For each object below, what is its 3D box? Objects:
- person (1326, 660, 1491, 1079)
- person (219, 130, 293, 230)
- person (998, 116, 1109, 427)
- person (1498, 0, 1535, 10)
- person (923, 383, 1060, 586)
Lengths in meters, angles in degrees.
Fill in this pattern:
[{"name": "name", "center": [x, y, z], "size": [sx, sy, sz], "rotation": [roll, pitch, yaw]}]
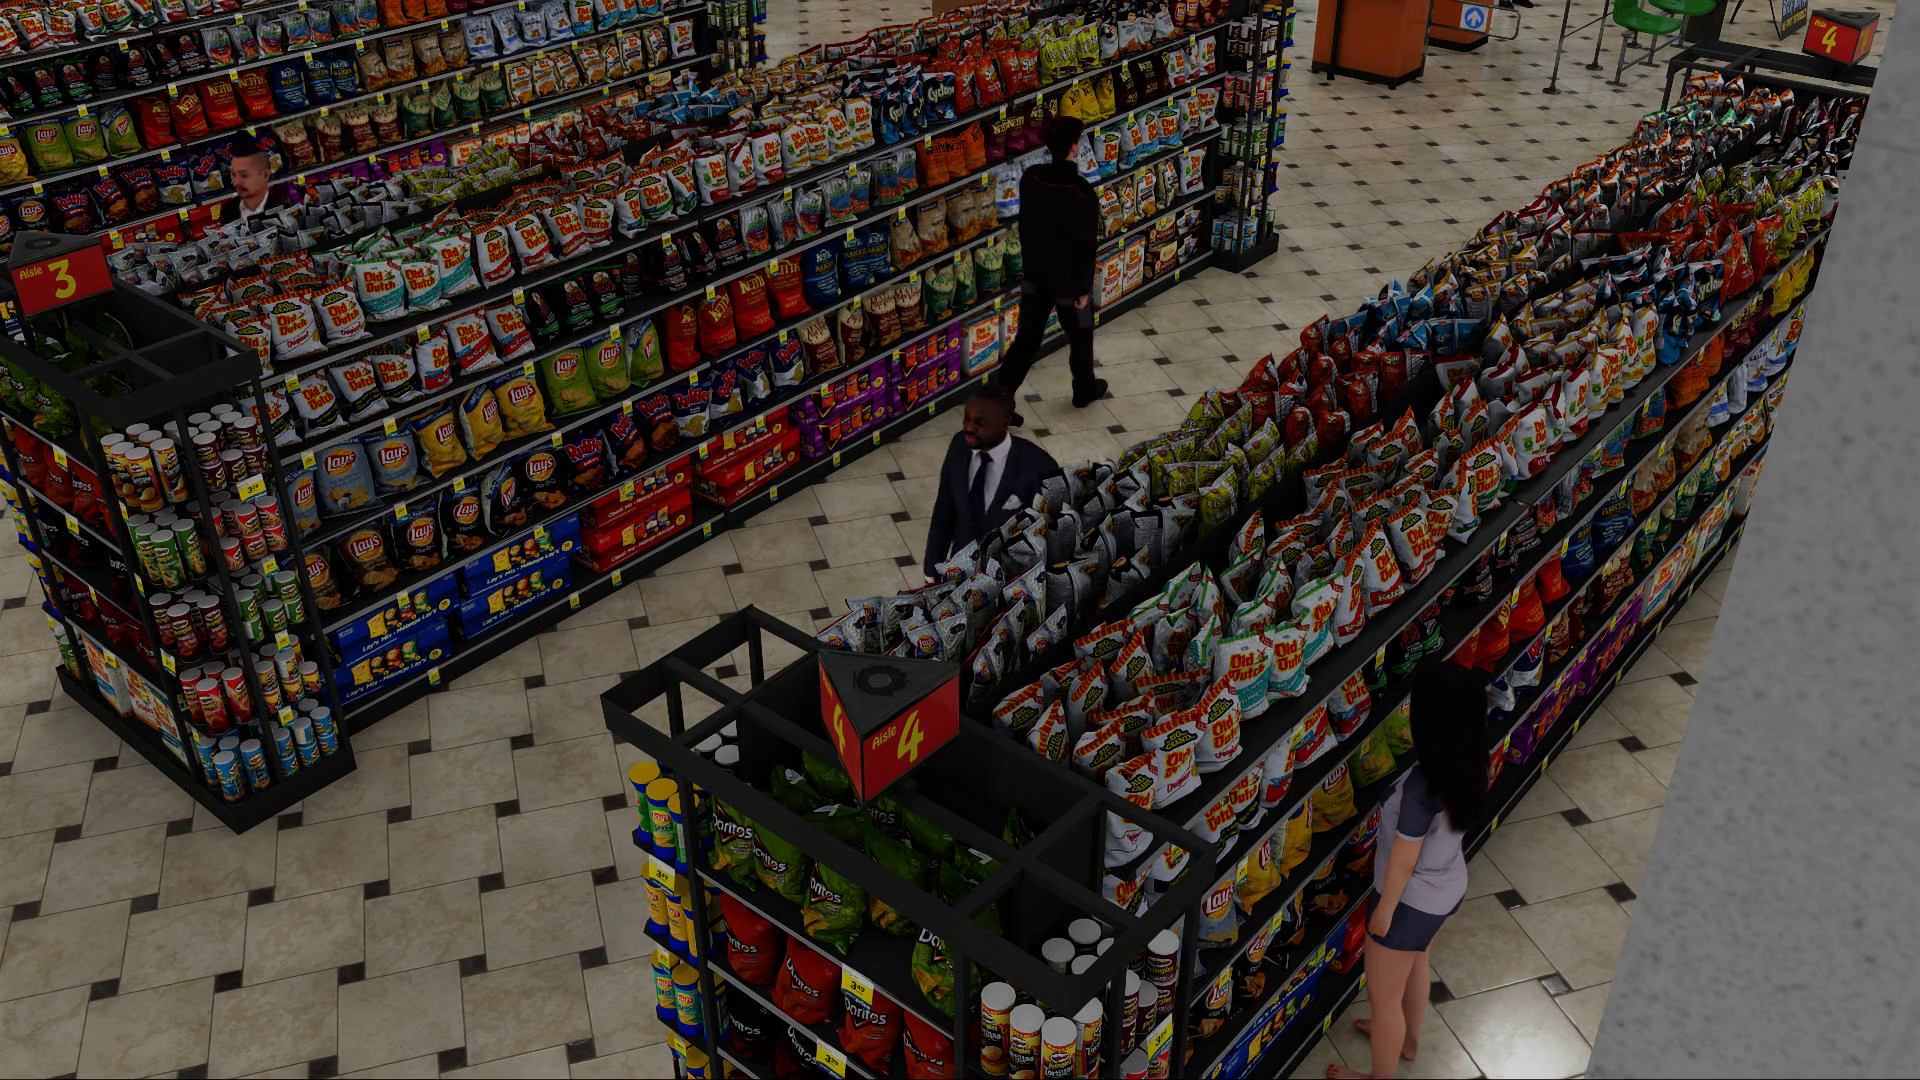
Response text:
[{"name": "person", "center": [1.464, 1.113, 5.337], "size": [0.644, 1.707, 0.466], "rotation": [22, 38, 31]}, {"name": "person", "center": [-3.576, -1.283, 8.993], "size": [0.891, 1.913, 1.286], "rotation": [15, 35, 23]}, {"name": "person", "center": [0.474, -1.453, 9.369], "size": [0.760, 1.805, 1.154], "rotation": [21, 38, 30]}, {"name": "person", "center": [6.025, -6.588, 17.607], "size": [0.686, 1.819, 0.810], "rotation": [-11, 33, -17]}, {"name": "person", "center": [0.194, 0.156, 6.790], "size": [0.695, 1.798, 0.838], "rotation": [24, 39, 33]}]
